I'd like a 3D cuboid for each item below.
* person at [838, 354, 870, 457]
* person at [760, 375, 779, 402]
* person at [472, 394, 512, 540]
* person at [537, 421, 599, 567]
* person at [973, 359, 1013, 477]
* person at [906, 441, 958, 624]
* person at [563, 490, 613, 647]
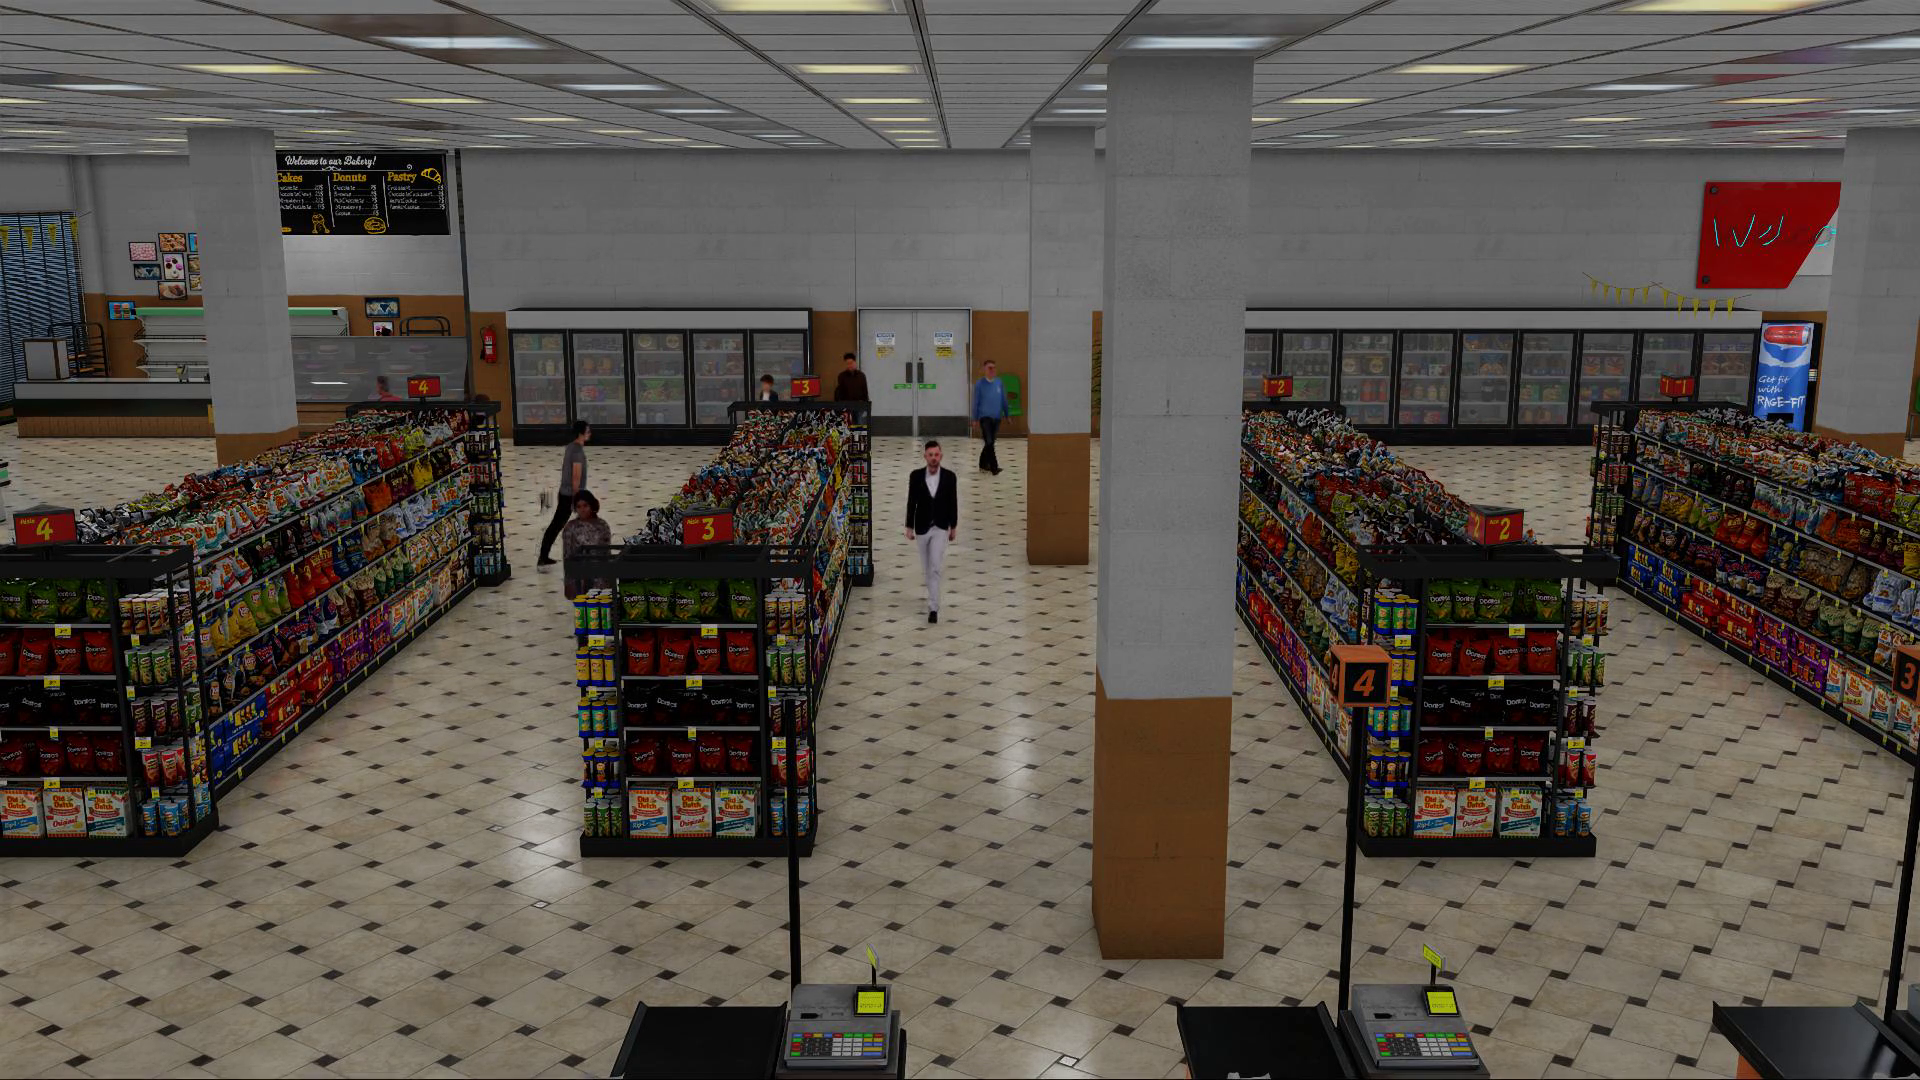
[{"bbox_3d":[-1.726,-2.134,26.859,0.753,1.719,1.140,-2,12,-11],"label":"person"},{"bbox_3d":[-2.998,-1.903,26.451,0.774,1.435,0.878,8,14,34],"label":"person"},{"bbox_3d":[-5.967,-0.937,20.907,0.784,1.828,0.722,-11,16,-43],"label":"person"},{"bbox_3d":[-4.513,-0.482,19.077,1.089,1.692,1.122,-9,15,-35],"label":"person"},{"bbox_3d":[0.426,-1.883,25.555,1.024,1.764,1.255,-6,14,-28],"label":"person"},{"bbox_3d":[-0.286,-0.104,17.011,0.734,1.804,1.220,1,12,5],"label":"person"},{"bbox_3d":[-3.348,0.380,15.001,0.753,1.685,1.121,-3,12,-13],"label":"person"}]
